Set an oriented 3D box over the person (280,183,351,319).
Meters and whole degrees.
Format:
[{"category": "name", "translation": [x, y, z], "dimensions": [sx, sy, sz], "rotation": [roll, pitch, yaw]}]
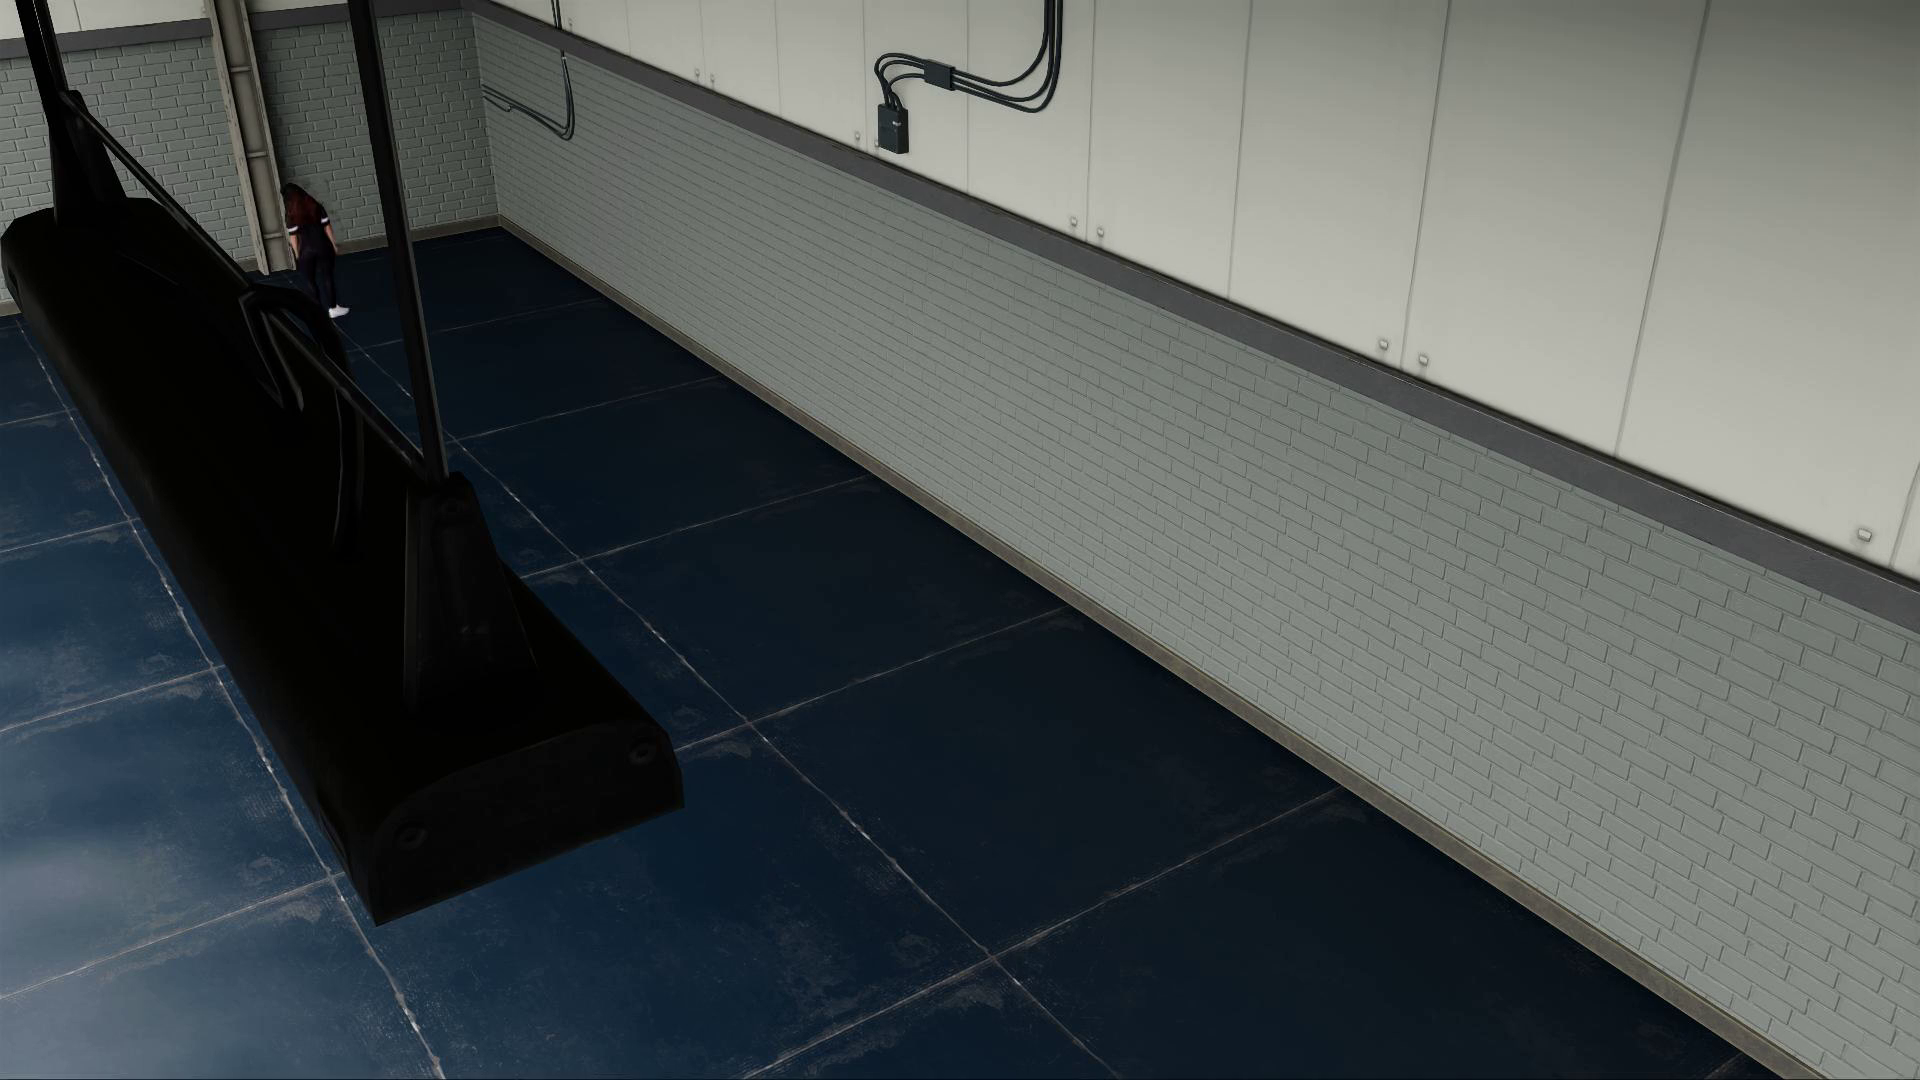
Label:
[{"category": "person", "translation": [-7.336, -3.315, 19.052], "dimensions": [0.556, 1.607, 0.791], "rotation": [-6, 29, -11]}]
